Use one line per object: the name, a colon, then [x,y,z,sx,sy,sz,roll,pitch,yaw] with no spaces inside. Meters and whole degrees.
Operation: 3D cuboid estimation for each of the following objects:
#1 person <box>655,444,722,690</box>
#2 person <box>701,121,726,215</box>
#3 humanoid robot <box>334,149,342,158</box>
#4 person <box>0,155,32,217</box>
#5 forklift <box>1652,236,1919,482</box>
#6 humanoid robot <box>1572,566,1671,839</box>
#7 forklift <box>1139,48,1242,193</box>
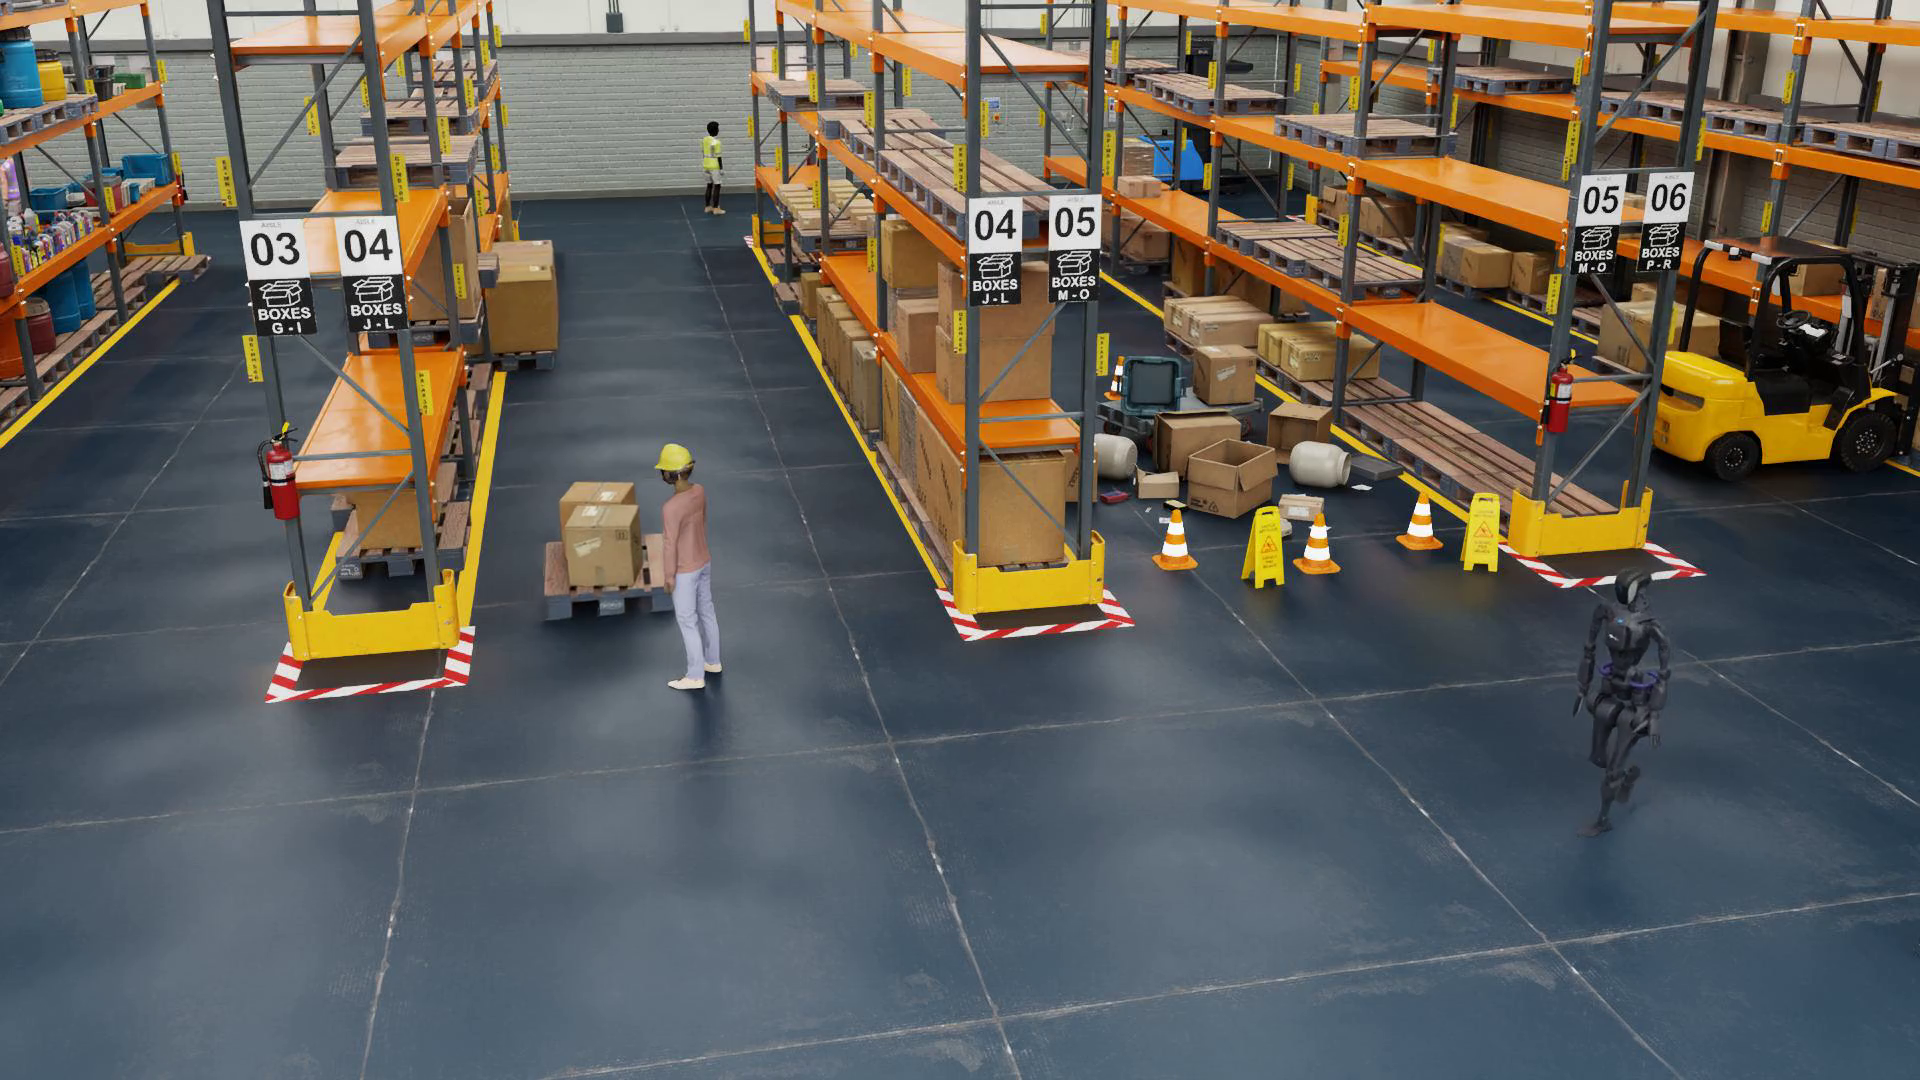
person: [-1.919,0.181,11.581,0.339,1.758,0.519,7,21,17]
person: [-4.534,-6.832,30.562,0.320,1.683,0.538,-18,27,-40]
humanoid robot: [-10.196,-5.599,27.326,0.765,1.638,0.601,7,21,17]
person: [-15.370,-5.564,27.150,0.352,1.688,0.489,11,23,26]
forklift: [8.013,-1.814,16.330,2.313,2.155,1.214,-4,21,-12]
humanoid robot: [3.929,0.920,9.736,0.621,1.639,0.615,-12,24,-30]
forklift: [4.566,-8.313,32.860,1.873,2.768,1.129,-4,21,-12]
